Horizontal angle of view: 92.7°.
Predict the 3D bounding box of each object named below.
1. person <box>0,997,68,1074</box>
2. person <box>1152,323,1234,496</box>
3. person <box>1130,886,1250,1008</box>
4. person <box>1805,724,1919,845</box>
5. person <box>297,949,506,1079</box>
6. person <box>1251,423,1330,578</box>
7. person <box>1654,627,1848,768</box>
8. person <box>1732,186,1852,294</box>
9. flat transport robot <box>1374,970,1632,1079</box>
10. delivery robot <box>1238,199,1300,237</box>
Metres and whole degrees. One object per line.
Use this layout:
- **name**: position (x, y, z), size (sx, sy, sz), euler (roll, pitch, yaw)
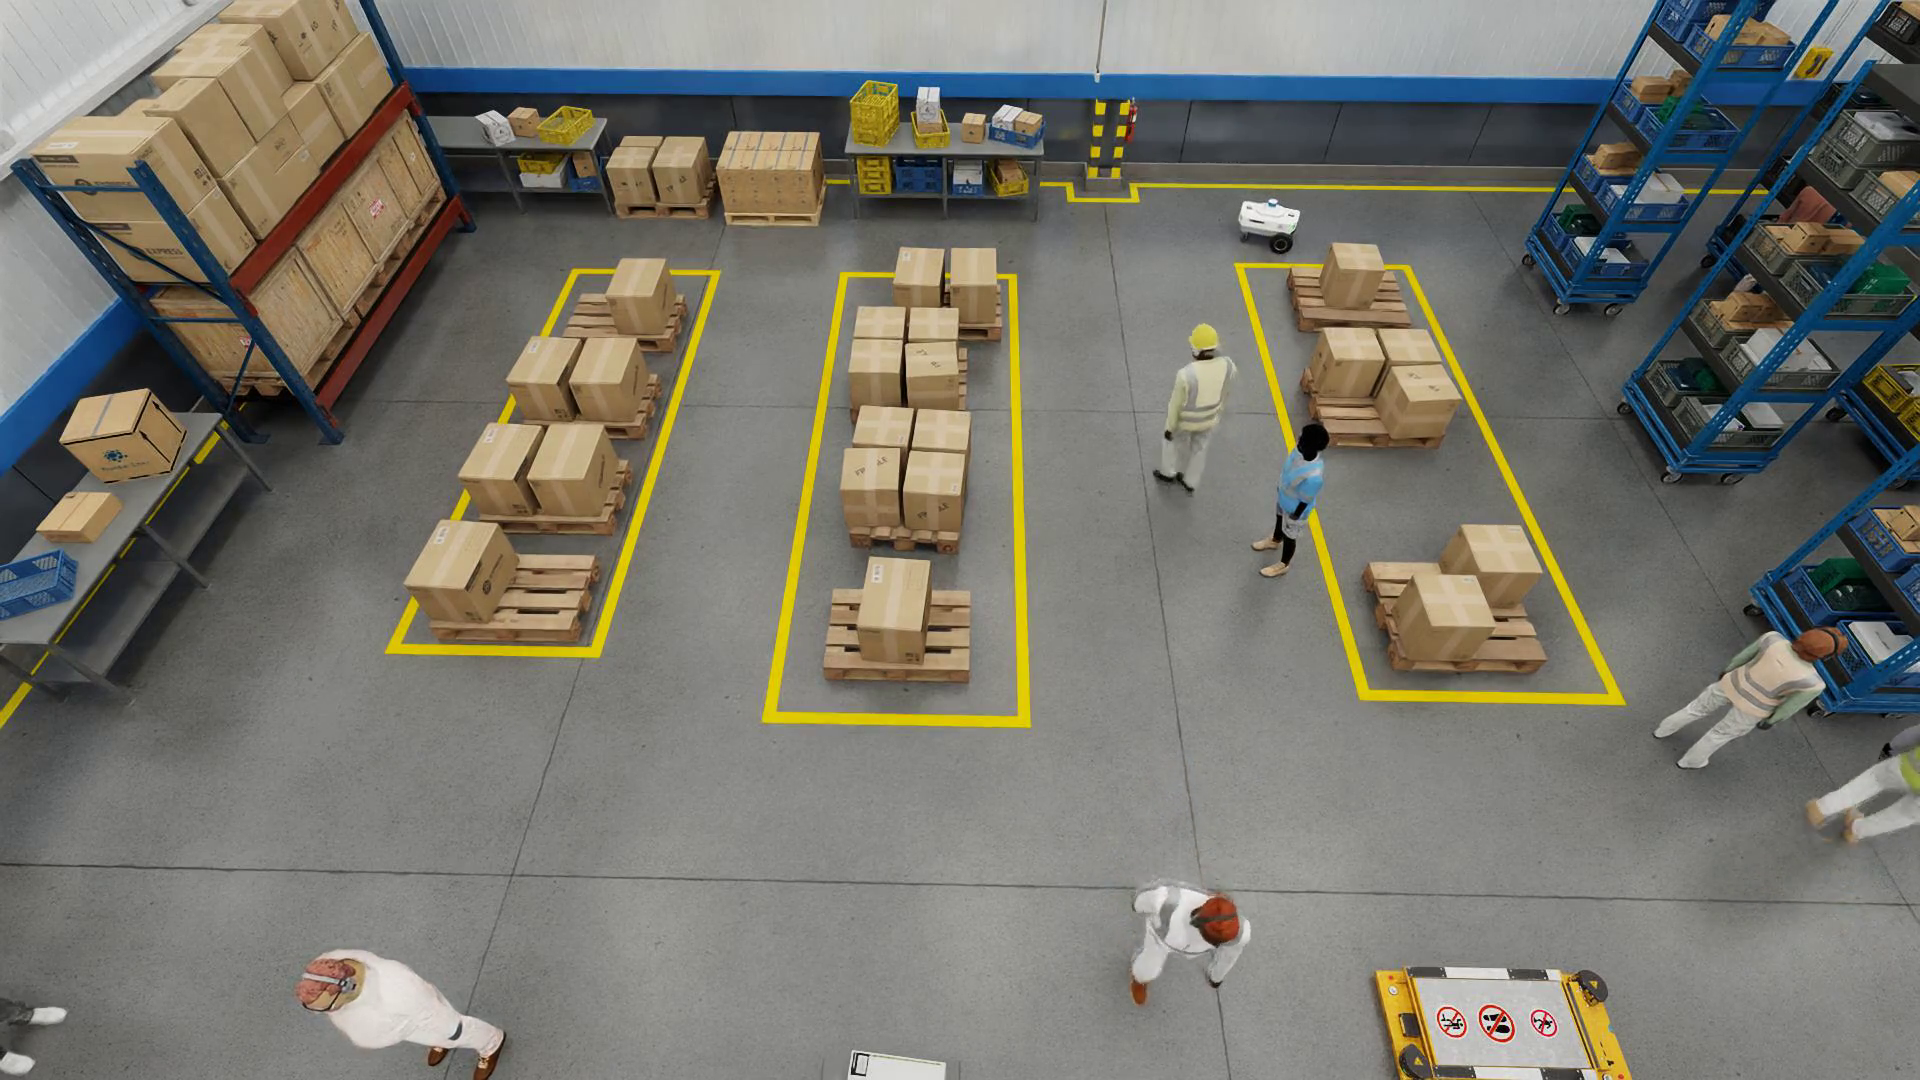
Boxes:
- **person**: position (-6.102, 2.681, 5.237), size (0.405, 1.908, 0.597), euler (1, 51, 1)
- **person**: position (2.156, -1.161, 8.442), size (0.627, 1.793, 0.542), euler (-14, 52, -11)
- **person**: position (1.332, 2.379, 5.521), size (0.601, 1.837, 0.632), euler (11, 52, 9)
- **person**: position (6.617, 1.593, 6.180), size (0.541, 1.816, 0.662), euler (-25, 55, -19)
- **person**: position (-3.163, 2.716, 5.216), size (0.648, 1.900, 0.400), euler (13, 52, 10)
- **person**: position (2.846, -0.345, 7.843), size (0.322, 1.690, 0.531), euler (-1, 51, 0)
- **person**: position (5.722, 1.141, 6.667), size (0.315, 1.632, 0.518), euler (-10, 52, -8)
- **person**: position (9.076, -3.165, 9.957), size (0.412, 1.980, 0.626), euler (-20, 54, -16)
- **flat transport robot**: position (3.501, 3.133, 5.914), size (1.431, 0.197, 0.652), euler (1, 51, 1)
- **delivery robot**: position (3.871, -4.041, 11.522), size (0.707, 0.478, 0.477), euler (15, 52, 12)
